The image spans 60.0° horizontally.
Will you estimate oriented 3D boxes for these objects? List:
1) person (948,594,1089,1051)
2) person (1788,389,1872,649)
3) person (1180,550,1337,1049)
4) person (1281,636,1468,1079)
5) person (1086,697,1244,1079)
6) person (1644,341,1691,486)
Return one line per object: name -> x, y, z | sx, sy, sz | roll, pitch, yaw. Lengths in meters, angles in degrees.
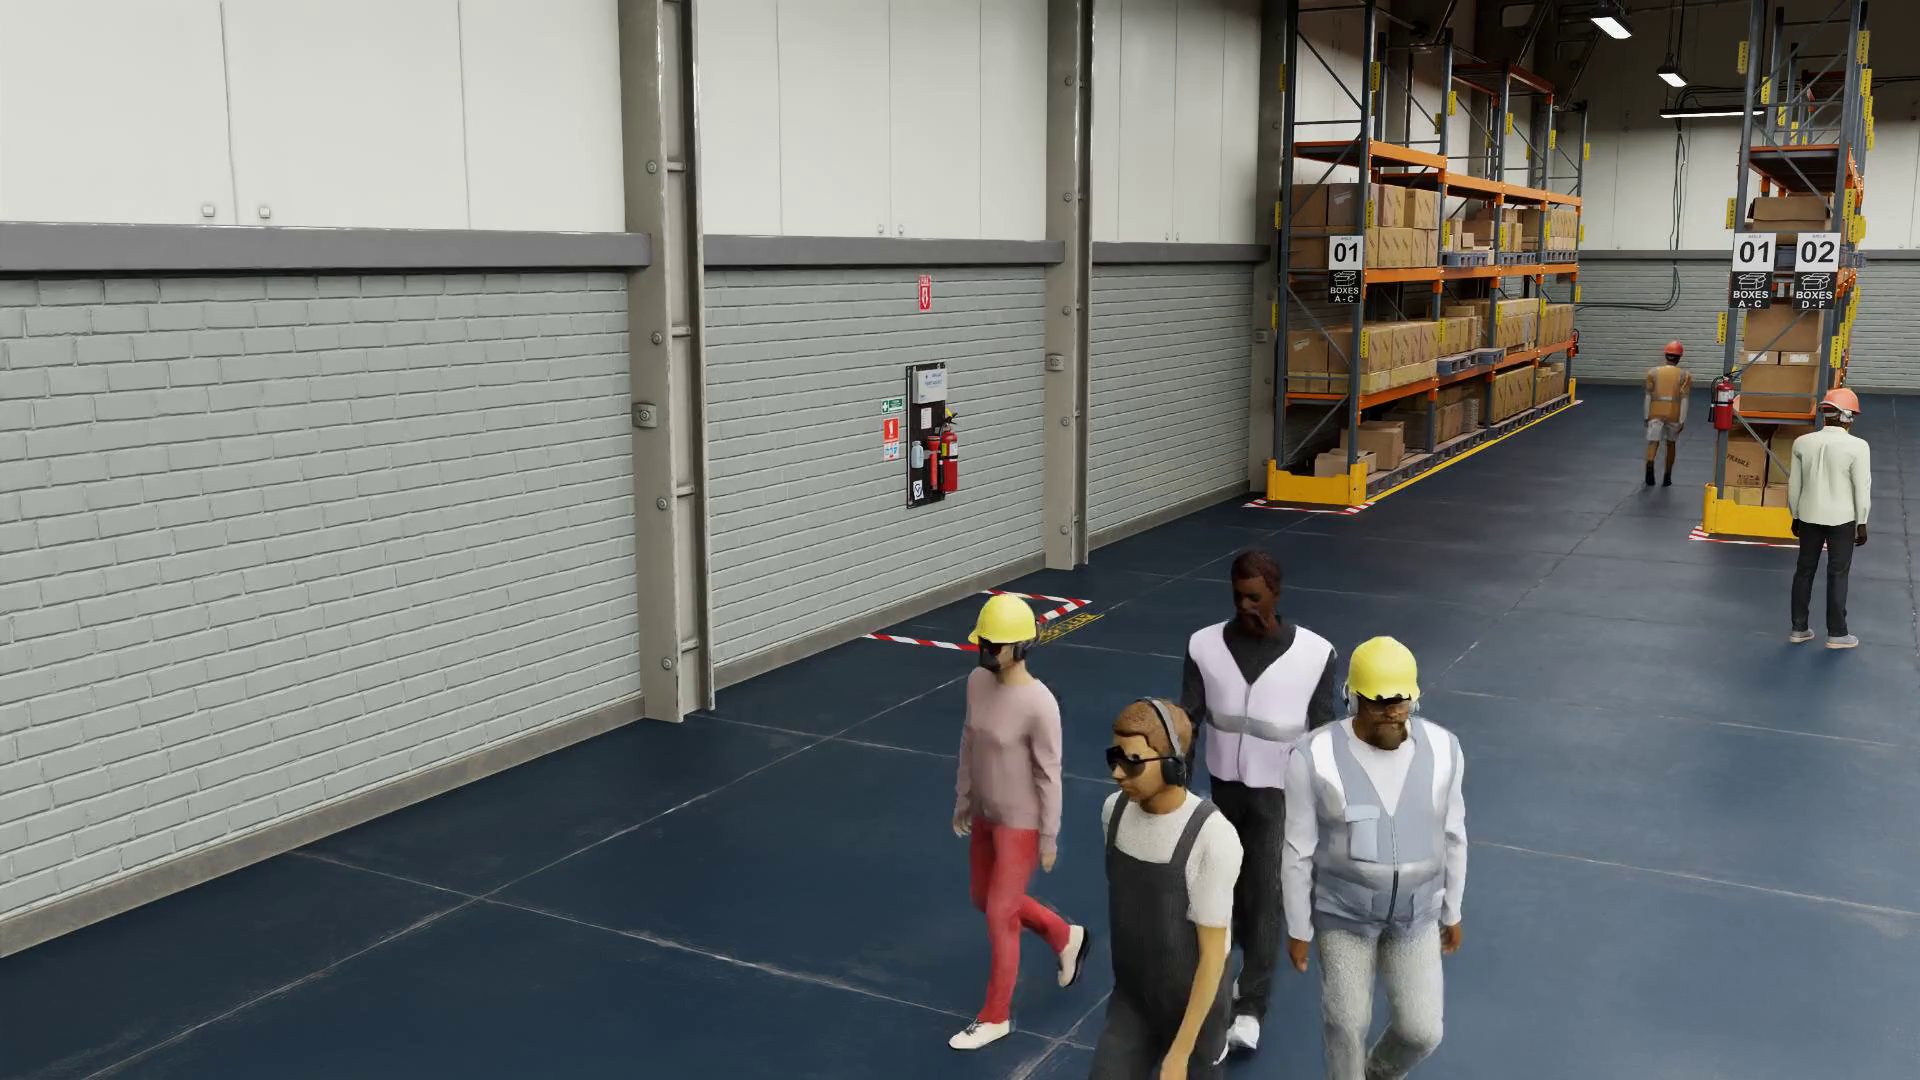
person -> 0.241, 1.045, 6.367 | 0.650, 1.746, 0.541 | -6, 11, -32
person -> 6.677, -0.166, 12.772 | 0.391, 1.985, 0.610 | -7, 12, -35
person -> 1.090, 0.979, 6.404 | 0.607, 1.867, 0.992 | 5, 11, 27
person -> 1.331, 1.187, 5.341 | 0.617, 1.816, 0.418 | 0, 10, -2
person -> 0.490, 1.327, 4.554 | 0.831, 1.809, 0.506 | -9, 13, -43
person -> 9.113, -1.617, 21.490 | 0.550, 1.912, 0.749 | 6, 11, 29
